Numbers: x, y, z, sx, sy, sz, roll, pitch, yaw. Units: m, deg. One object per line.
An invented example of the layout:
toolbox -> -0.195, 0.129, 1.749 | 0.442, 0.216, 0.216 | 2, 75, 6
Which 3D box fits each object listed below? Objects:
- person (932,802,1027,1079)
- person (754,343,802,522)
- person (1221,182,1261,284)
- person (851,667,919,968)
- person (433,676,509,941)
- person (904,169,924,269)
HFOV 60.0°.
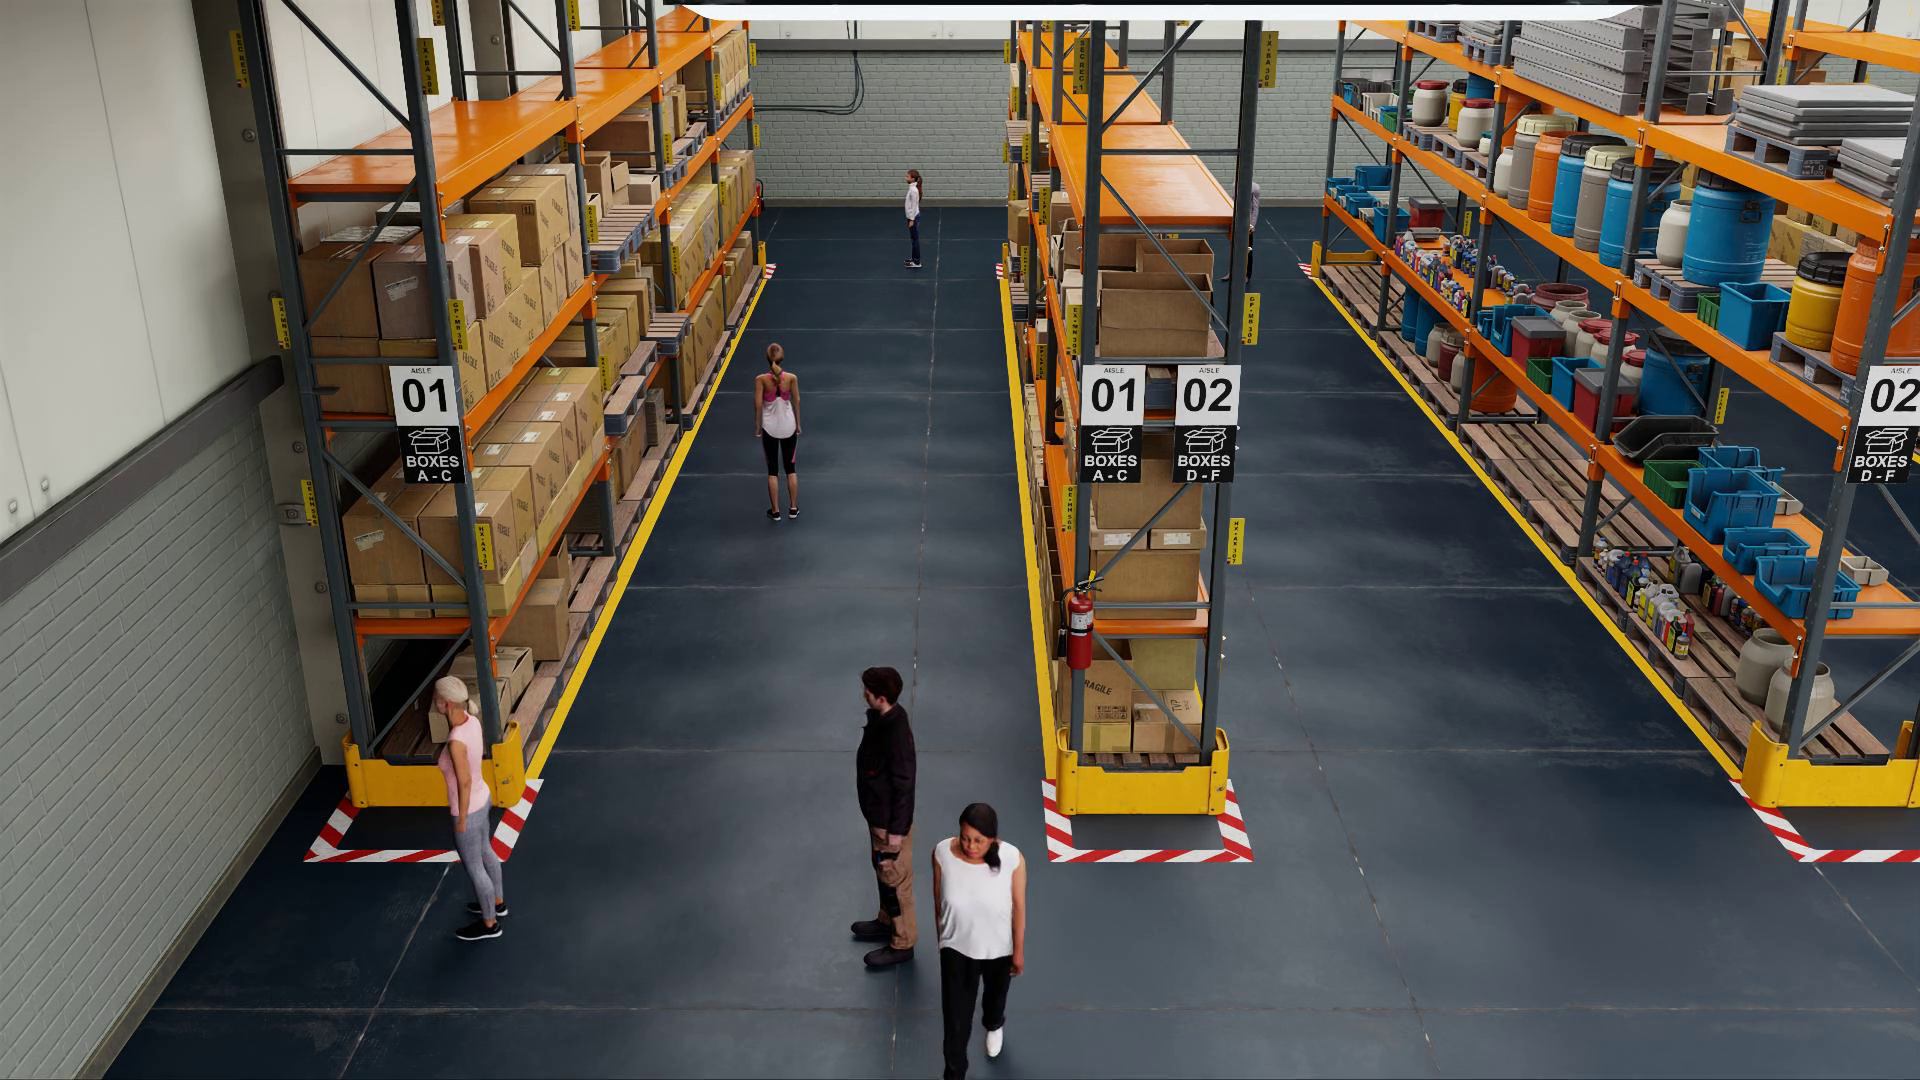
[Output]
person -> 0.125, 2.102, 8.875 | 0.750, 1.651, 1.082 | 3, 22, 6
person -> -1.796, -1.071, 16.453 | 0.665, 1.787, 0.611 | -6, 23, -14
person -> 4.392, -4.935, 25.812 | 0.759, 1.853, 0.813 | 20, 29, 40
person -> -0.414, 1.598, 9.748 | 0.808, 1.922, 0.622 | -5, 23, -12
person -> -2.947, 1.596, 10.012 | 0.606, 1.725, 0.425 | 0, 22, 0
person -> -0.738, -5.206, 26.862 | 0.590, 1.559, 0.469 | -1, 22, -3
